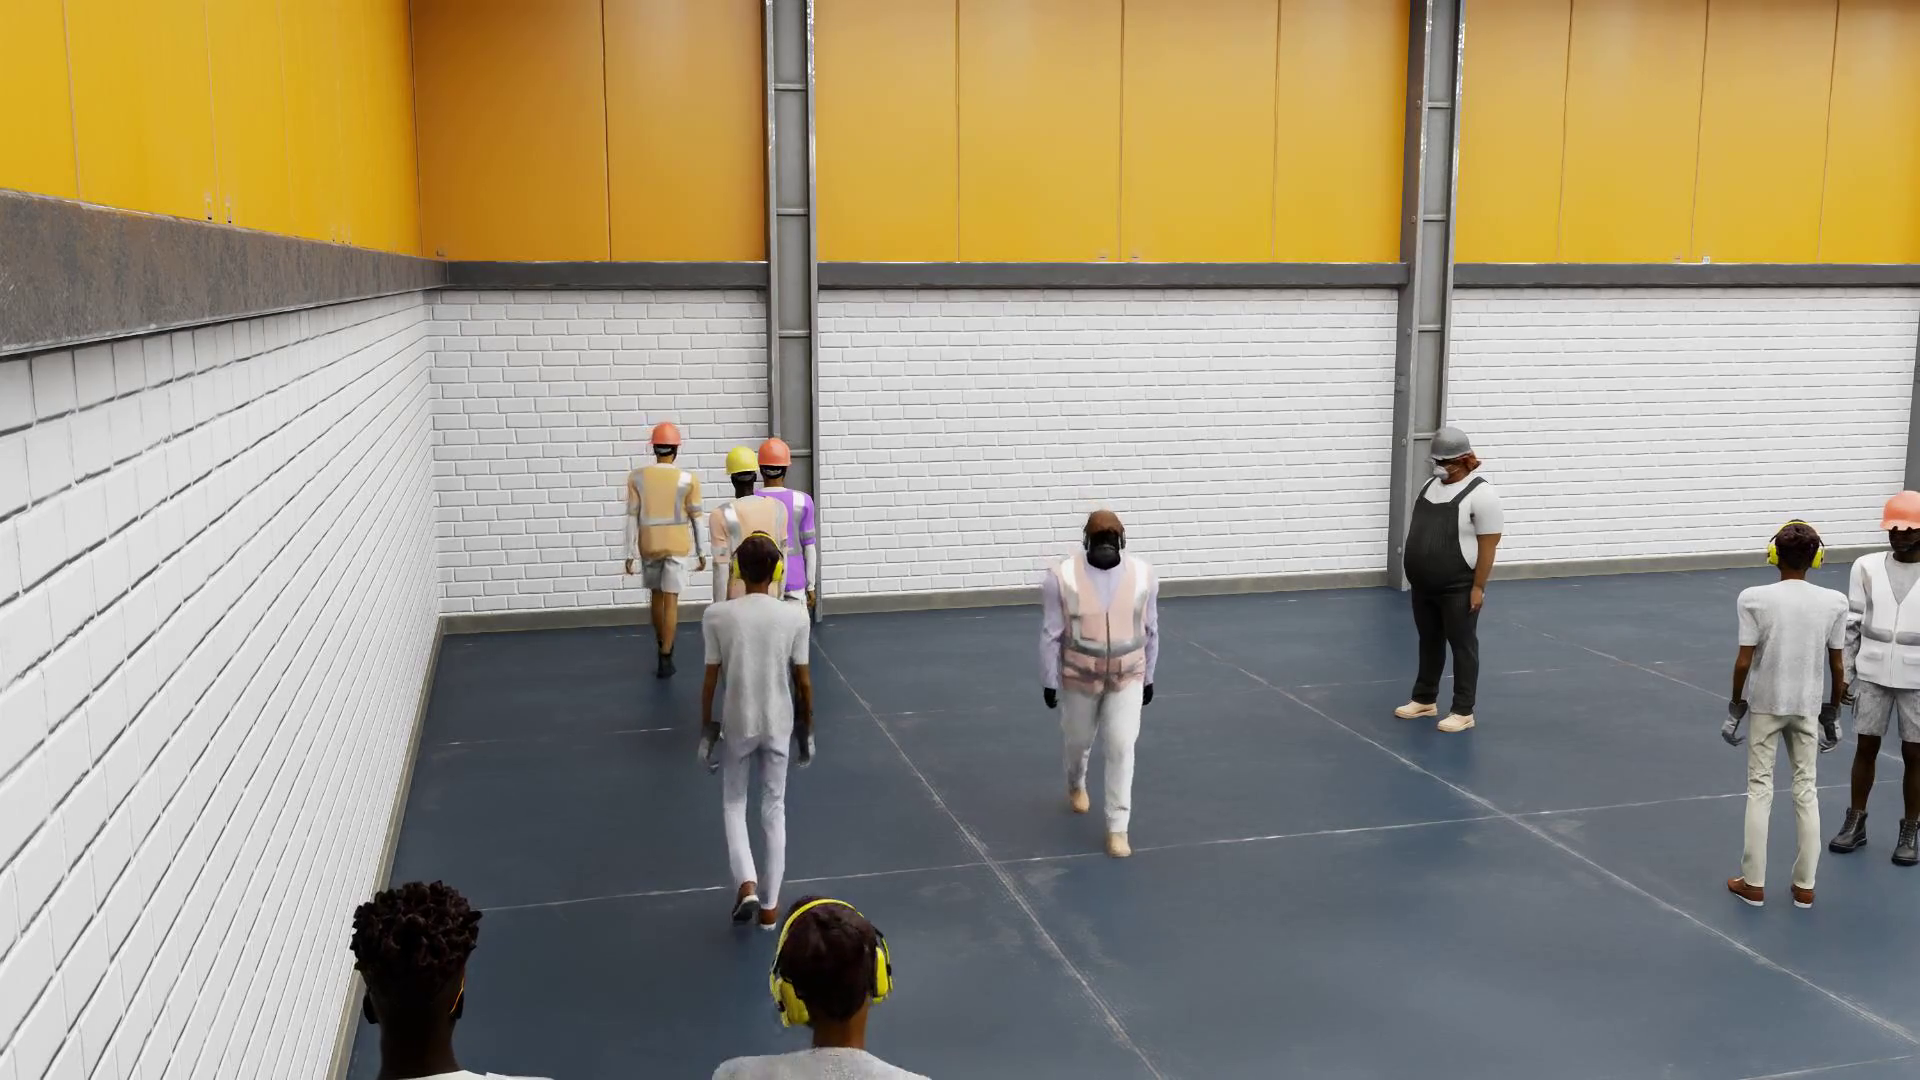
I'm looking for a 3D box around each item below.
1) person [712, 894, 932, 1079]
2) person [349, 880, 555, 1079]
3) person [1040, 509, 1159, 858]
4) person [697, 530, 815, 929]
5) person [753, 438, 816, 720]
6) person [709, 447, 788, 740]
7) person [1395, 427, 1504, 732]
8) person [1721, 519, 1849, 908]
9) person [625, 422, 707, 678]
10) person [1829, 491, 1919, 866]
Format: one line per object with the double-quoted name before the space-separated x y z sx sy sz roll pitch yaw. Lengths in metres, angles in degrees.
"person" -0.257 1.610 3.255 0.502 1.835 0.867 0 9 0
"person" -0.947 1.573 3.037 0.603 1.966 0.368 -3 10 -17
"person" 0.742 0.707 8.952 0.637 1.814 0.867 0 9 -2
"person" -0.937 0.886 7.681 0.554 1.848 0.406 -1 9 -8
"person" -1.235 0.284 11.166 0.542 1.939 0.361 -1 9 -8
"person" -1.372 0.359 10.746 0.589 1.923 0.383 -8 12 -41
"person" 3.220 0.246 11.086 0.535 2.000 0.674 -5 10 -27
"person" 3.944 0.831 7.971 0.532 1.868 0.310 2 9 10
"person" -2.227 0.050 12.729 0.583 1.897 0.899 1 9 4
"person" 4.811 0.705 8.545 0.552 1.935 0.374 8 12 41
